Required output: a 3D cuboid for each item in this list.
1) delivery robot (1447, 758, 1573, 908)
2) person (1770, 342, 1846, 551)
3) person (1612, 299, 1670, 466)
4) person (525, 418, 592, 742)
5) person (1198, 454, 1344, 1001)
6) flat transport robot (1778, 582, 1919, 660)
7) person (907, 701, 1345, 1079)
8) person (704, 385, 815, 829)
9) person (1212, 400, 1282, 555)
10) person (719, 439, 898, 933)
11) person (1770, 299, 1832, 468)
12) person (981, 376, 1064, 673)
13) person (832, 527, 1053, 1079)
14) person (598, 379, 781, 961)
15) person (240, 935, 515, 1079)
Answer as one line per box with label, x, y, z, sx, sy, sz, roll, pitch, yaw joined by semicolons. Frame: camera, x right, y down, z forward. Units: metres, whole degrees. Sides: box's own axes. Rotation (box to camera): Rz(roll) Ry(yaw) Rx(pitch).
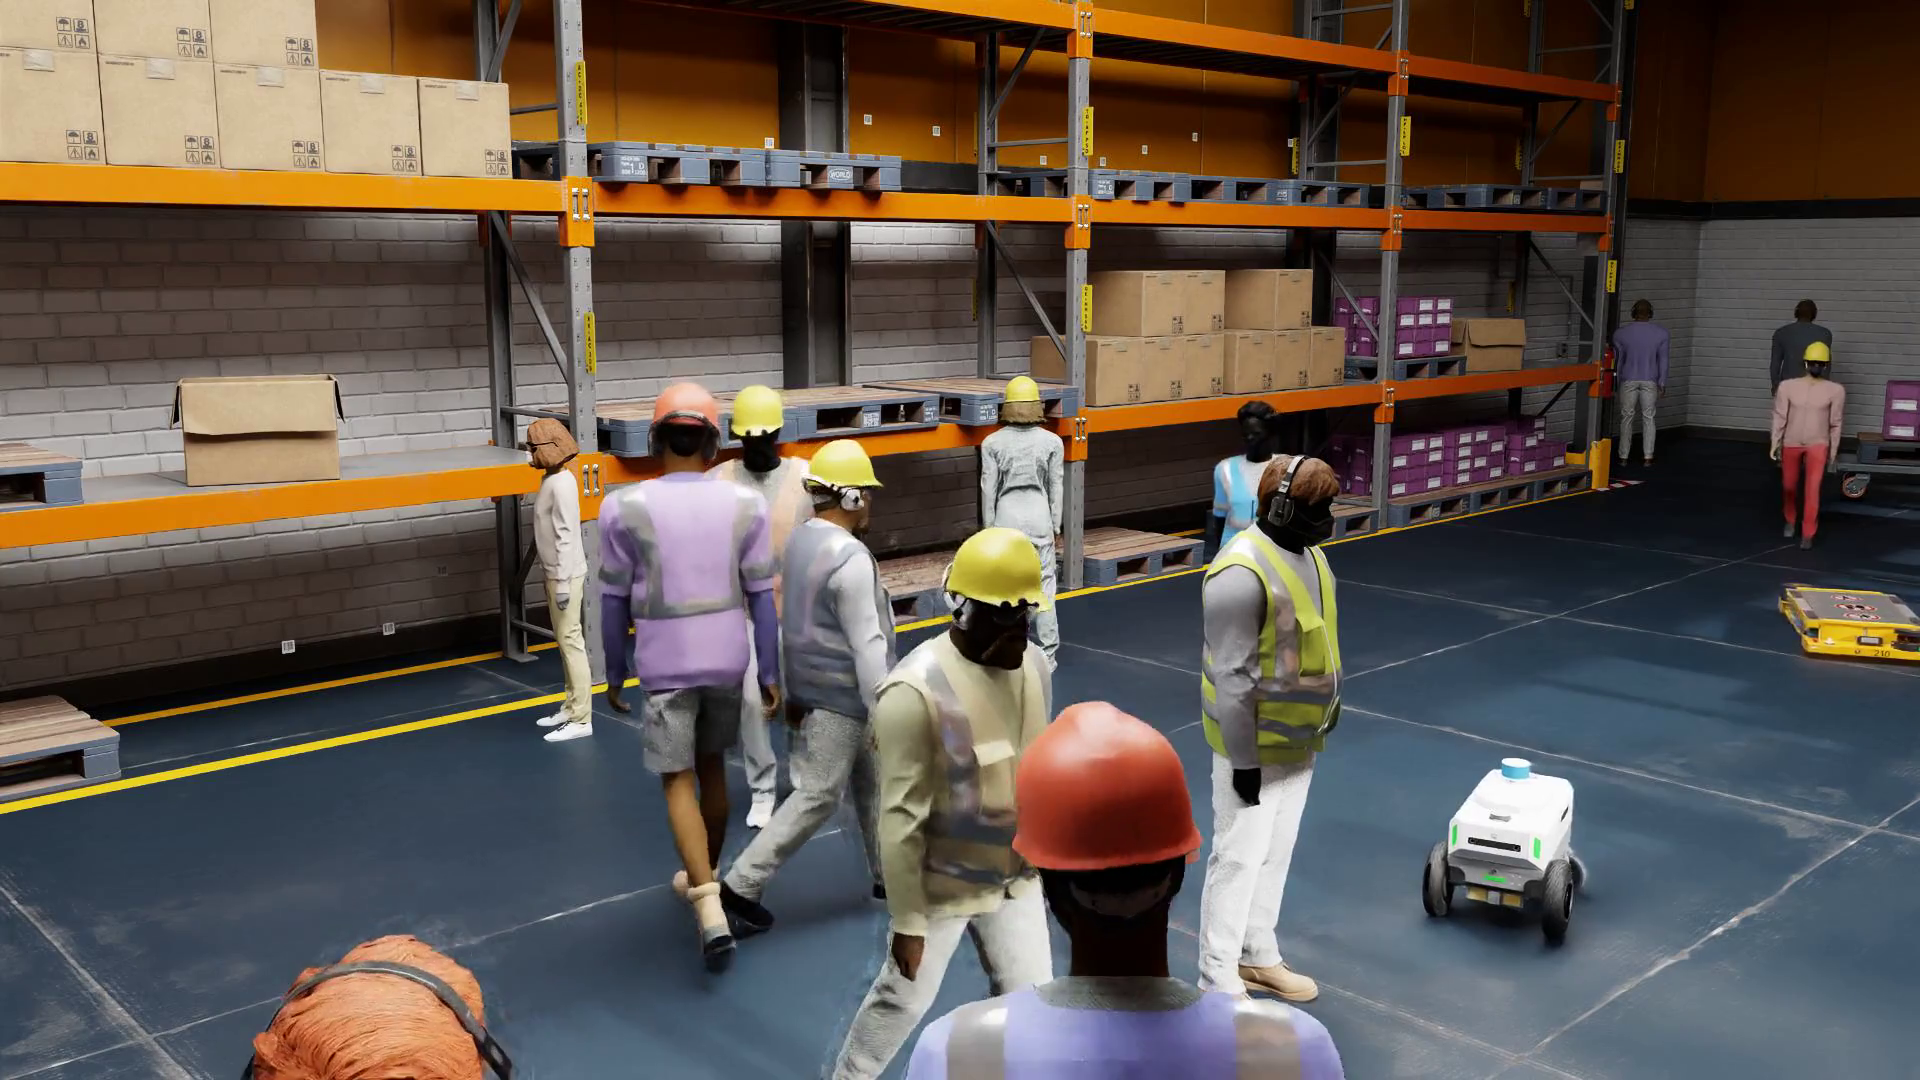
delivery robot;2.063;1.059;6.211;0.477;0.478;0.707;5;11;28
person;7.157;-0.821;14.057;0.527;1.729;0.877;6;11;31
person;7.862;-1.813;19.270;0.627;1.934;0.372;3;10;17
person;-2.030;0.194;8.418;0.277;1.627;0.502;-3;10;-19
person;0.990;0.635;5.274;0.430;1.830;0.619;7;12;36
flat transport robot;5.656;0.503;10.571;0.652;0.197;1.431;3;10;19
person;0.212;1.154;2.072;0.565;1.886;0.998;2;10;10
person;-0.806;0.277;7.123;0.635;1.902;0.585;0;10;0
person;1.602;0.088;8.850;0.534;1.685;0.524;4;11;24
person;-0.502;0.535;5.992;0.910;1.789;0.584;-4;10;-22
person;9.652;-1.791;19.137;0.629;1.935;0.372;8;12;39
person;0.358;-0.078;9.675;0.487;1.741;0.313;-1;10;-4
person;-0.012;0.829;4.284;0.956;1.781;0.624;9;13;44
person;-0.915;0.454;5.812;0.608;2.006;0.869;-5;11;-25
person;-0.497;1.250;1.631;0.591;1.841;0.970;-2;10;-10
